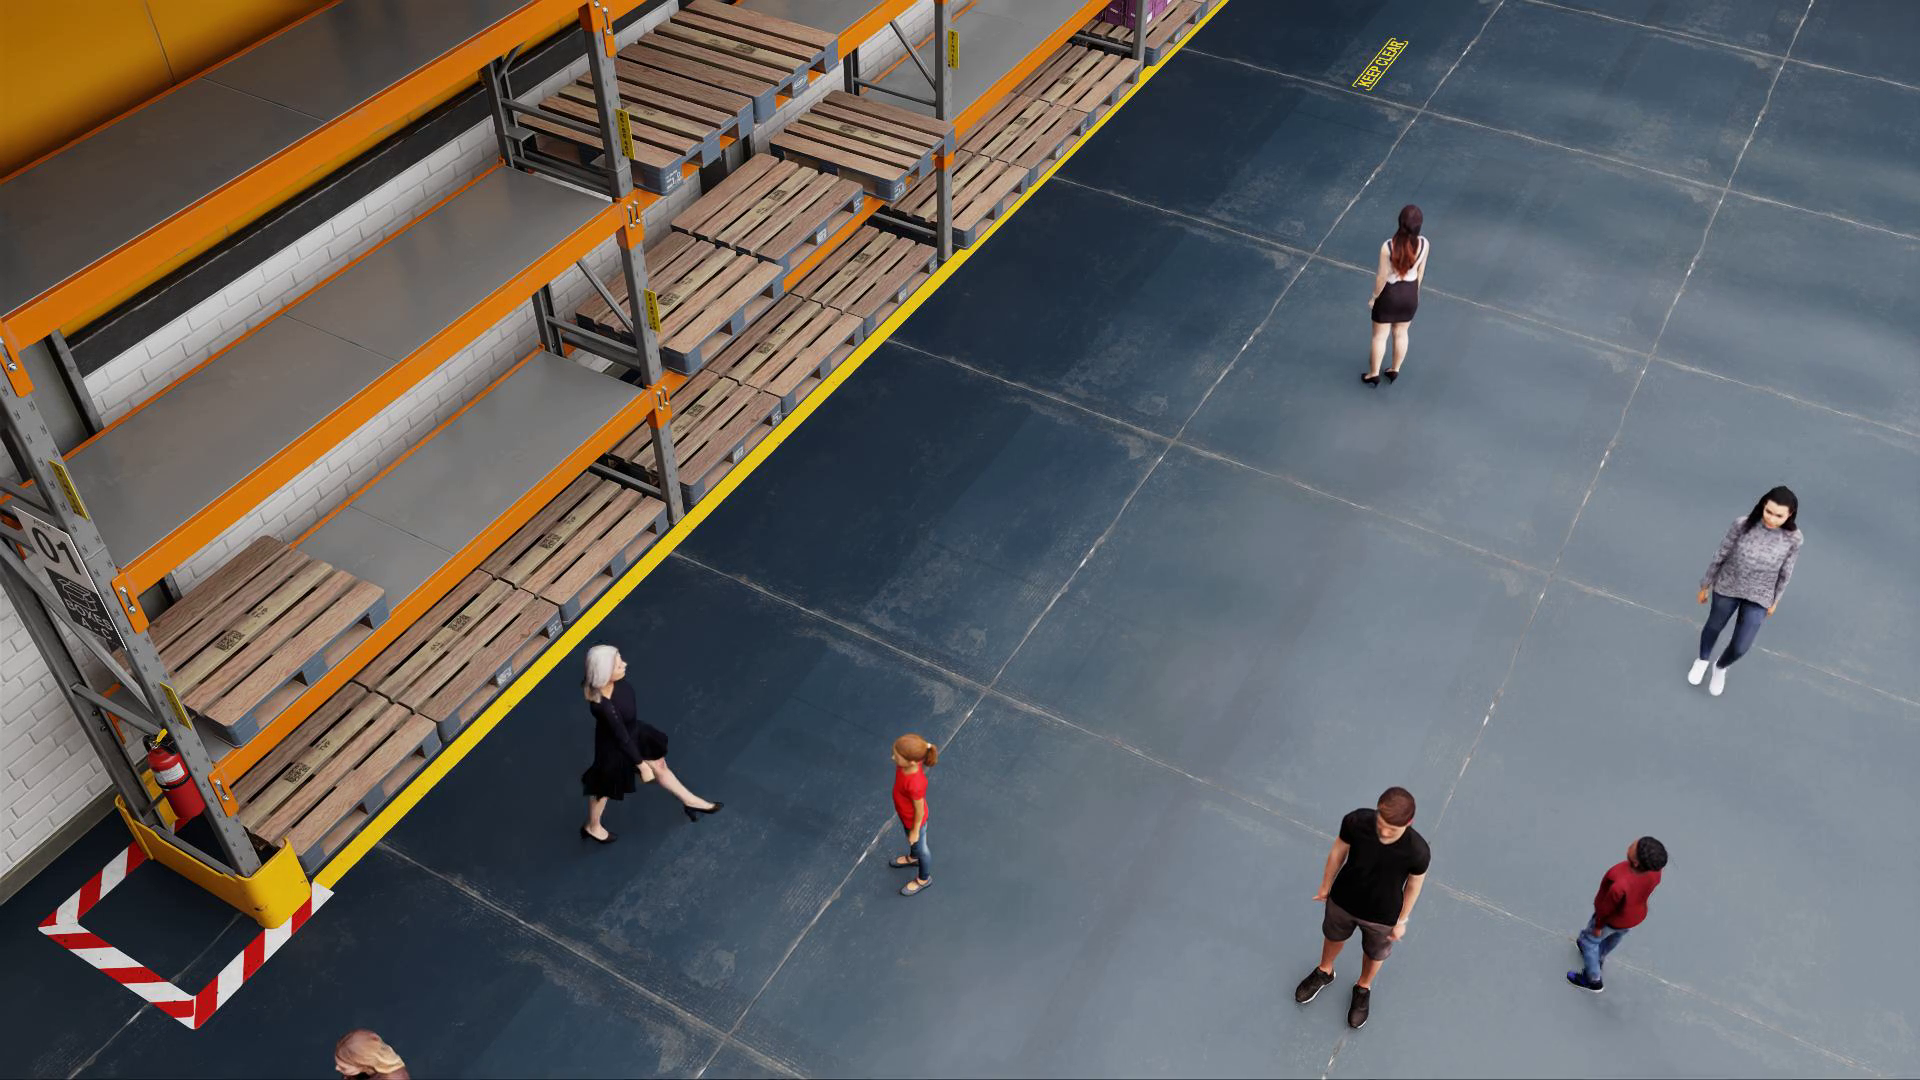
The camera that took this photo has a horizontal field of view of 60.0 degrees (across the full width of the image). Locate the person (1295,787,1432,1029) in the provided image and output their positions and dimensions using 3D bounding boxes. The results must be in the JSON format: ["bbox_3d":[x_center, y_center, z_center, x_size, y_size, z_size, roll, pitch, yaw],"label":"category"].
[{"bbox_3d":[2.202,1.924,8.941,0.665,1.859,0.573,23,48,22],"label":"person"}]

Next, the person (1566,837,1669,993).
[{"bbox_3d":[3.682,2.079,9.218,0.643,1.252,0.702,-16,46,-16],"label":"person"}]

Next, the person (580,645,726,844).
[{"bbox_3d":[-2.083,1.259,9.750,1.149,1.707,1.112,-9,44,-10],"label":"person"}]

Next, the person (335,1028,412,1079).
[{"bbox_3d":[-2.705,2.838,8.094,0.655,1.703,0.586,34,53,31],"label":"person"}]

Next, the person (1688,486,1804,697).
[{"bbox_3d":[5.092,0.277,10.772,0.629,1.717,0.587,22,48,22],"label":"person"}]

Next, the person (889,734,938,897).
[{"bbox_3d":[-0.273,1.580,9.700,0.635,1.310,0.577,-12,45,-12],"label":"person"}]

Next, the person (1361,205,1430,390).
[{"bbox_3d":[3.431,-1.908,13.116,0.631,1.648,0.683,-8,44,-8],"label":"person"}]
